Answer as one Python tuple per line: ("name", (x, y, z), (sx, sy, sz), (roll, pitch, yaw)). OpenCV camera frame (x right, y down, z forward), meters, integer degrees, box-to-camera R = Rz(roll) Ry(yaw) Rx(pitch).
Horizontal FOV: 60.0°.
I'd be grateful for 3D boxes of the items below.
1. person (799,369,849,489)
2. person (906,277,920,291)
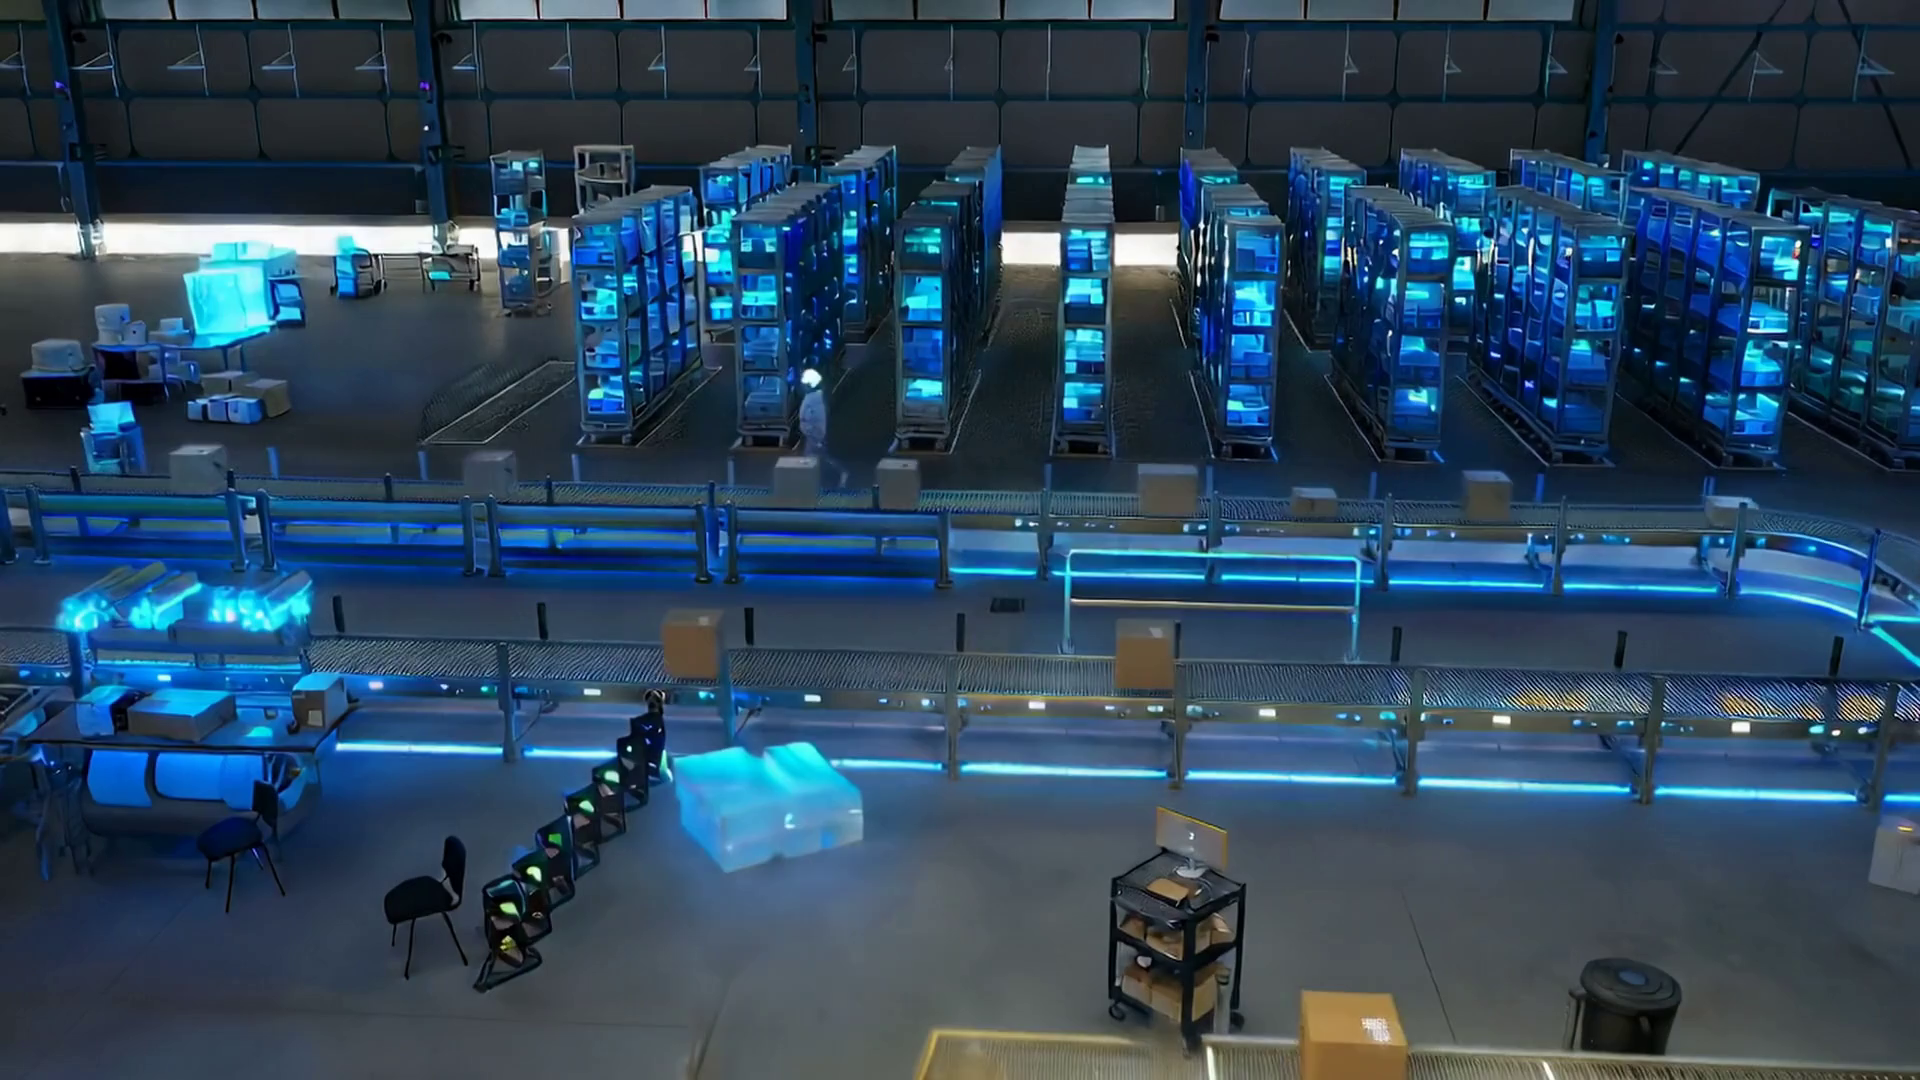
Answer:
("person", (-2.002, -1.545, 23.524), (0.840, 1.801, 0.591), (-3, 18, -10))
("person", (-0.884, -5.324, 35.500), (0.583, 1.807, 0.958), (0, 17, -2))
